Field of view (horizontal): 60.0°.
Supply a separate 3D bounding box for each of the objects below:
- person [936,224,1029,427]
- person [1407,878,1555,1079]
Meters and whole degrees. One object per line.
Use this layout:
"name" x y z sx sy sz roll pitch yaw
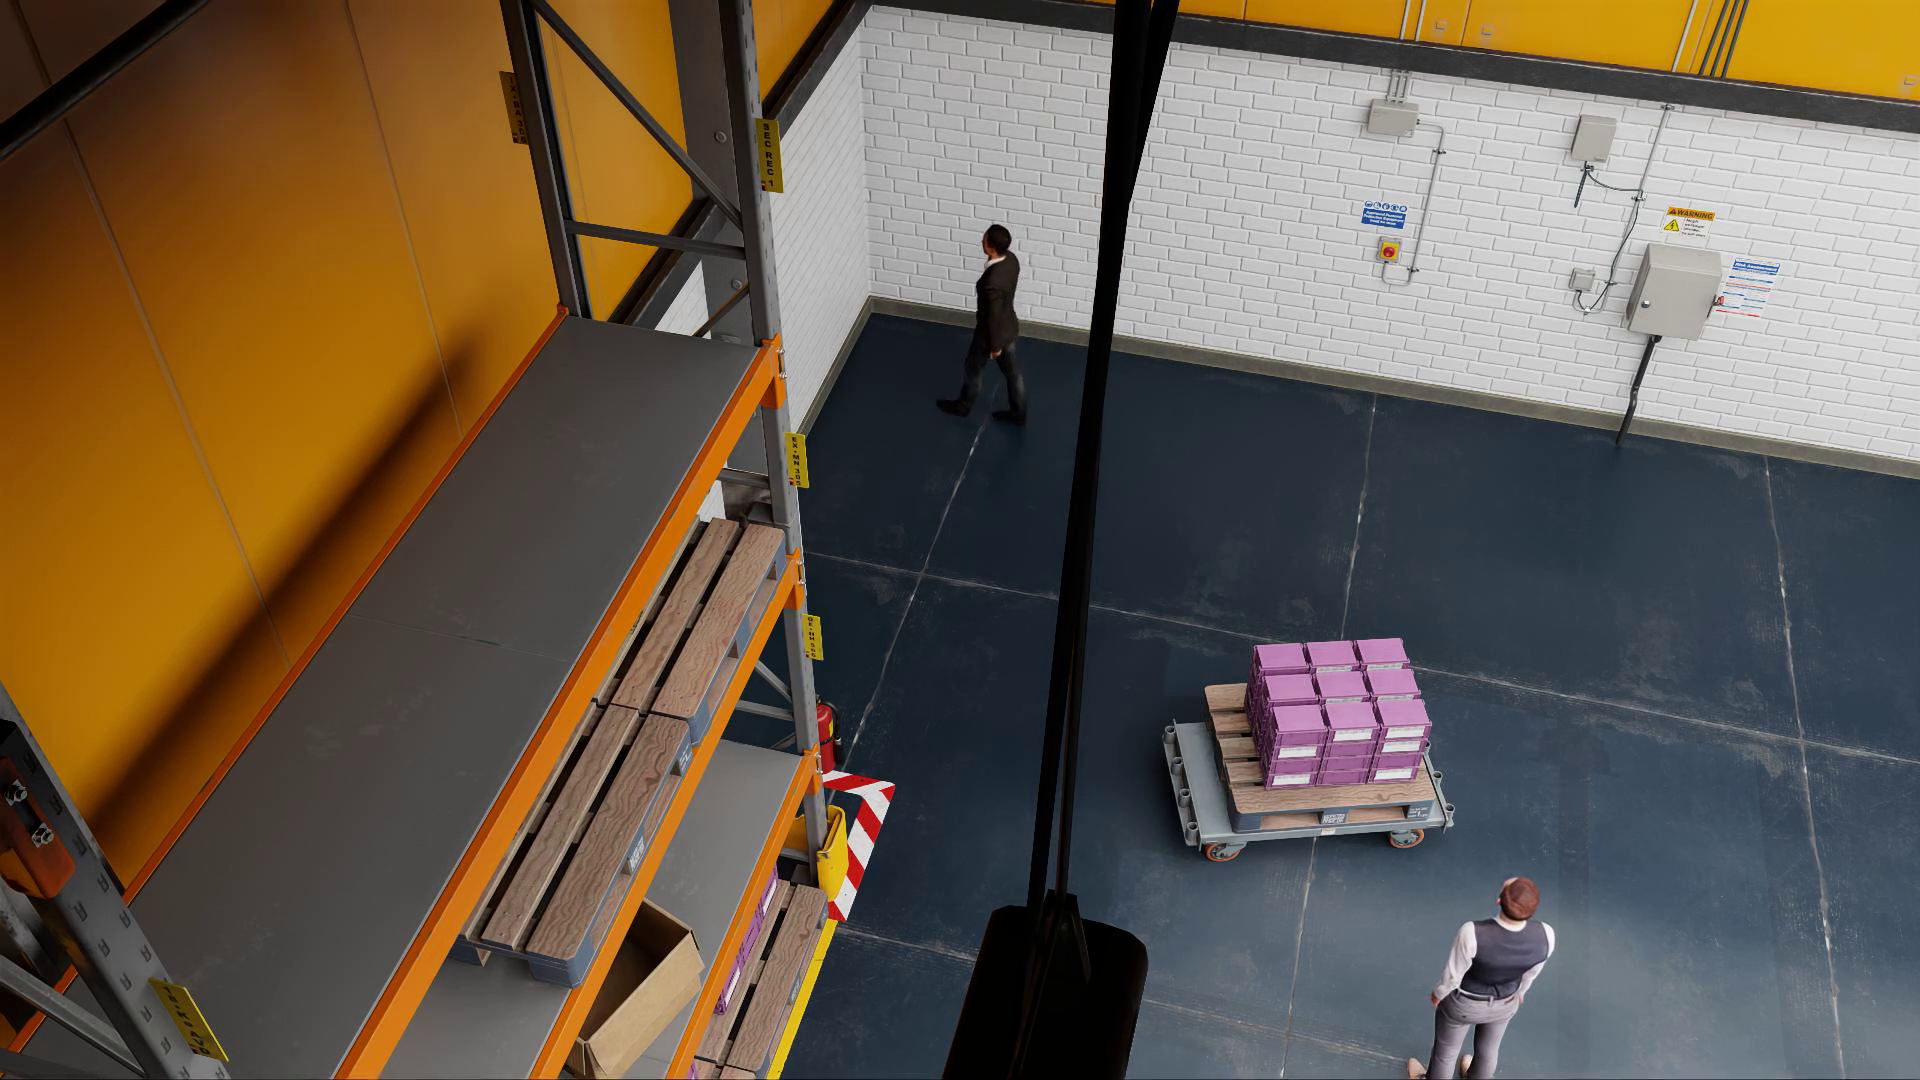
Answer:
"person" 0.357 -1.592 12.660 0.851 1.779 0.955 17 46 17
"person" 2.652 2.312 8.446 0.719 1.938 0.675 -1 44 -1
